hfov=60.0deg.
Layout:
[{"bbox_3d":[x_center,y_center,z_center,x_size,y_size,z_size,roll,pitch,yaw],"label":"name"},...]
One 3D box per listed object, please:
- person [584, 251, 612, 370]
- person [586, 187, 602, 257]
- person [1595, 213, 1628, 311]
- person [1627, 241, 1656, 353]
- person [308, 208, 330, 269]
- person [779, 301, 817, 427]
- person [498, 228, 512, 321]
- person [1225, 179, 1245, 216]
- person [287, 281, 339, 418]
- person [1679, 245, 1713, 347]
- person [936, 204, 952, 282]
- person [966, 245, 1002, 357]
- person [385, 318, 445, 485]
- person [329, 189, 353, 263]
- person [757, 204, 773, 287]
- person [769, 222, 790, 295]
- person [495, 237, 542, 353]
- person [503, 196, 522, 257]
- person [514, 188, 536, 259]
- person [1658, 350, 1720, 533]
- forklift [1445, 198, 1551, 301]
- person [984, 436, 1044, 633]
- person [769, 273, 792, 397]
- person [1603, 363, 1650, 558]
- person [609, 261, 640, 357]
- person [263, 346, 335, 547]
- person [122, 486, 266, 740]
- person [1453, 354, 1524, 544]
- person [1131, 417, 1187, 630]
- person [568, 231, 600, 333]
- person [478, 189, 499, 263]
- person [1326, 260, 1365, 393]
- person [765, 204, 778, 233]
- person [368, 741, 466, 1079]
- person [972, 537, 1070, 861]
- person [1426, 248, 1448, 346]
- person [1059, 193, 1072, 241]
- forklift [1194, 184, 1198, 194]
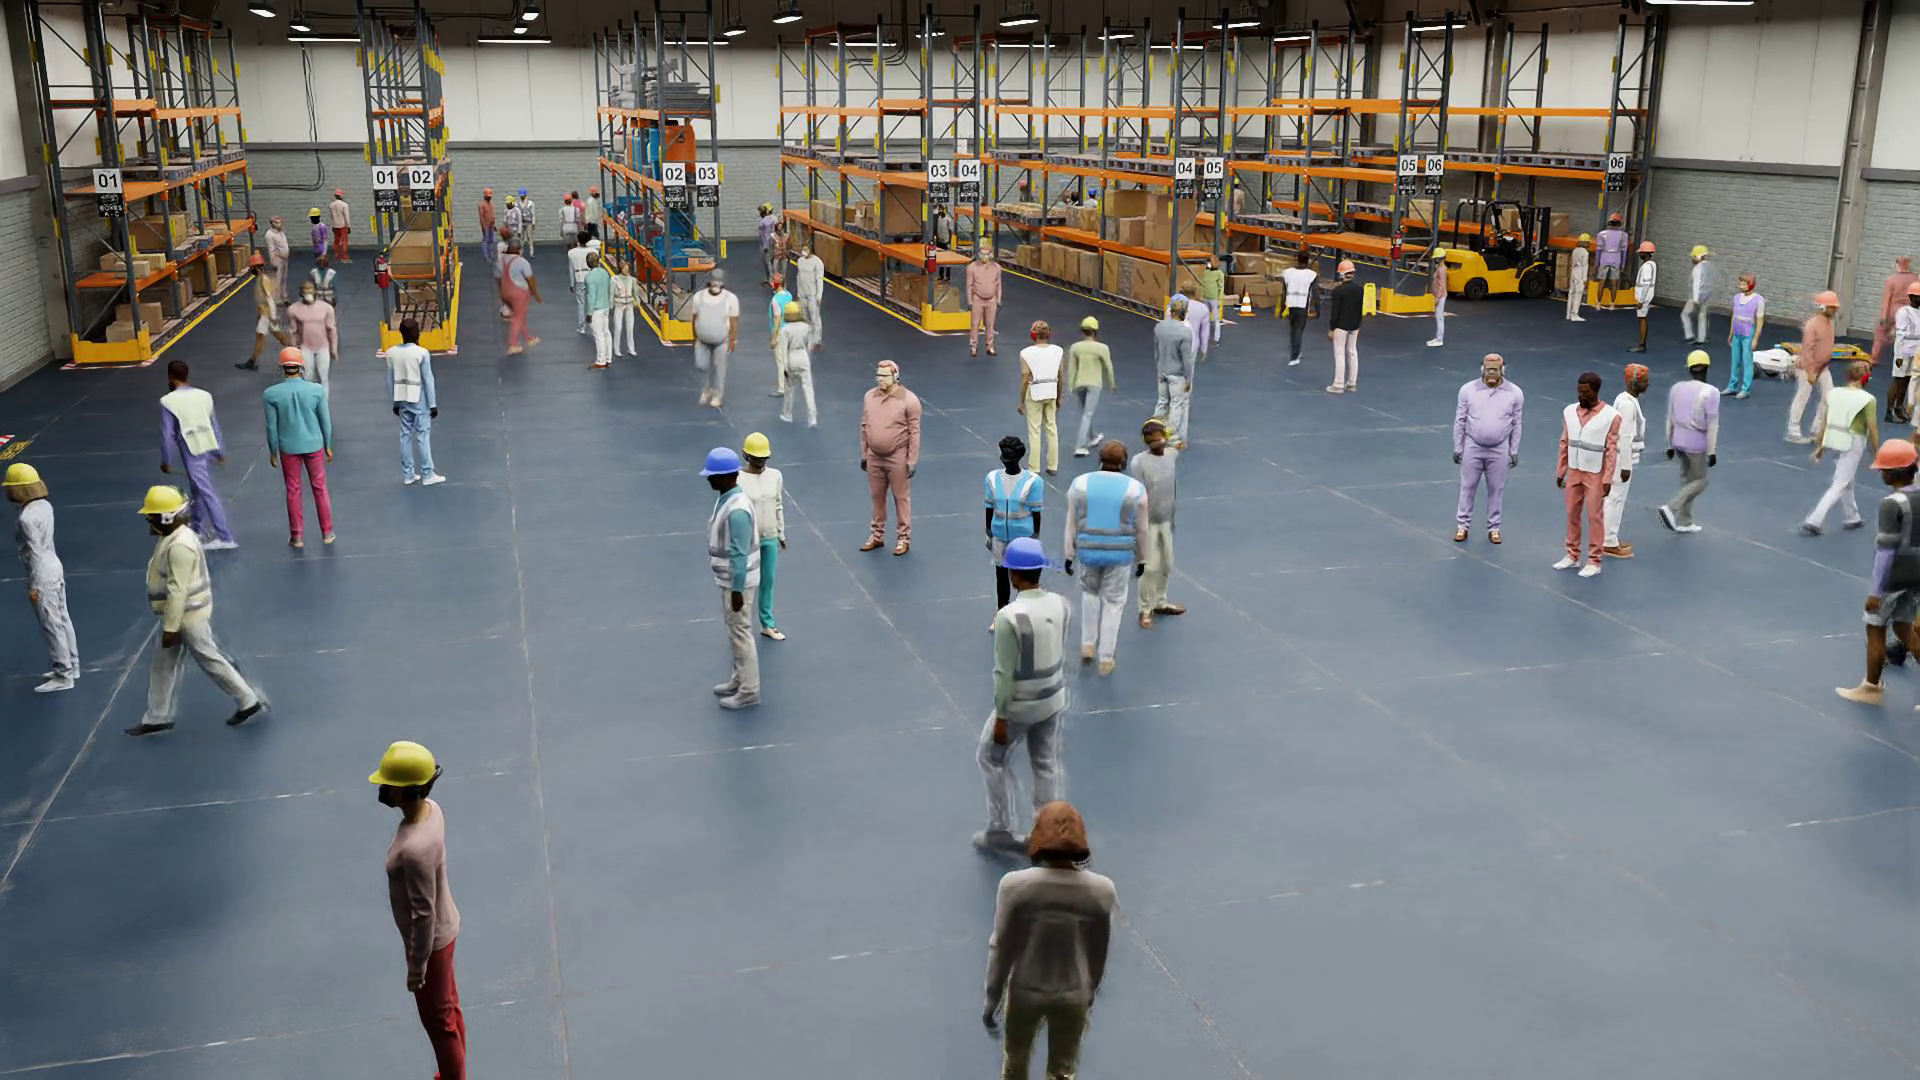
[{"bbox_3d":[-5.948,-3.755,27.271,0.379,1.937,0.629,4,15,15],"label":"person"},{"bbox_3d":[-10.283,-8.938,46.752,0.643,1.955,0.614,-1,15,-2],"label":"person"},{"bbox_3d":[13.613,-5.806,34.802,0.603,2.035,0.401,5,16,18],"label":"person"},{"bbox_3d":[11.944,-4.246,29.113,0.358,1.936,0.552,8,17,27],"label":"person"},{"bbox_3d":[-14.663,-6.631,38.106,0.388,1.927,0.589,-13,20,-40],"label":"person"},{"bbox_3d":[-2.210,-2.393,22.605,0.489,1.694,0.926,-8,17,-27],"label":"person"},{"bbox_3d":[-9.057,-5.304,33.267,0.397,1.855,0.681,-9,17,-30],"label":"person"},{"bbox_3d":[8.727,-10.508,52.783,0.594,1.880,0.980,8,17,27],"label":"person"},{"bbox_3d":[-8.933,-2.617,23.023,0.634,1.922,0.449,-5,16,-19],"label":"person"},{"bbox_3d":[13.199,-4.371,29.822,0.609,1.808,0.548,-12,19,-38],"label":"person"},{"bbox_3d":[-0.413,-7.237,40.495,0.327,1.874,0.518,-13,19,-40],"label":"person"},{"bbox_3d":[0.426,-4.126,28.729,0.643,1.905,0.400,-4,15,-15],"label":"person"},{"bbox_3d":[-6.301,-1.585,19.144,0.587,1.915,0.395,5,16,19],"label":"person"},{"bbox_3d":[-16.778,-8.506,45.079,0.630,1.981,0.434,7,16,24],"label":"person"},{"bbox_3d":[-4.592,-6.959,39.344,0.370,1.933,0.634,-5,16,-17],"label":"person"},{"bbox_3d":[-4.106,-6.421,37.867,0.514,1.641,0.308,-10,18,-34],"label":"person"},{"bbox_3d":[-7.700,-4.341,29.273,0.691,2.000,0.991,10,18,33],"label":"person"},{"bbox_3d":[-11.958,-8.255,44.398,0.590,1.833,0.403,7,17,26],"label":"person"},{"bbox_3d":[-12.115,-8.793,46.231,0.617,1.941,0.425,-1,15,-5],"label":"person"},{"bbox_3d":[7.392,-0.973,16.888,0.543,1.888,0.612,-6,16,-20],"label":"person"},{"bbox_3d":[11.913,-6.508,37.130,2.313,2.155,1.214,-4,15,-15],"label":"forklift"},{"bbox_3d":[0.439,-0.036,13.749,0.530,1.689,0.321,6,16,23],"label":"person"},{"bbox_3d":[-2.660,-3.057,24.813,0.390,1.846,0.565,4,15,13],"label":"person"},{"bbox_3d":[6.453,-0.776,16.164,0.337,1.879,0.585,5,16,18],"label":"person"},{"bbox_3d":[-5.810,-4.000,28.776,0.532,1.635,0.333,-11,18,-35],"label":"person"},{"bbox_3d":[-6.541,-0.923,16.497,0.608,1.995,0.377,-7,17,-26],"label":"person"},{"bbox_3d":[-5.374,0.495,11.563,0.915,1.796,0.593,-10,18,-33],"label":"person"},{"bbox_3d":[5.258,-0.911,16.623,0.651,1.907,0.409,4,15,14],"label":"person"},{"bbox_3d":[1.661,-0.156,13.932,0.639,1.829,0.453,-10,18,-34],"label":"person"},{"bbox_3d":[-7.116,-4.888,31.567,0.591,1.919,0.392,-6,16,-20],"label":"person"},{"bbox_3d":[-12.782,-8.523,45.114,0.392,1.986,0.610,5,16,18],"label":"person"},{"bbox_3d":[5.824,-3.231,25.188,0.622,1.990,0.402,-8,17,-29],"label":"person"},{"bbox_3d":[-4.730,-7.524,41.776,0.522,1.783,0.742,4,15,16],"label":"person"},{"bbox_3d":[-2.295,1.690,7.098,0.309,1.772,0.525,-4,15,-14],"label":"person"},{"bbox_3d":[0.332,0.916,9.700,0.633,1.926,0.658,14,20,42],"label":"person"},{"bbox_3d":[8.594,-4.364,29.898,0.319,1.763,0.522,4,15,14],"label":"person"},{"bbox_3d":[3.154,-9.493,49.445,0.511,1.616,0.379,-7,16,-25],"label":"person"},{"bbox_3d":[7.392,-11.333,53.972,1.873,2.768,1.129,-4,15,-15],"label":"forklift"}]
